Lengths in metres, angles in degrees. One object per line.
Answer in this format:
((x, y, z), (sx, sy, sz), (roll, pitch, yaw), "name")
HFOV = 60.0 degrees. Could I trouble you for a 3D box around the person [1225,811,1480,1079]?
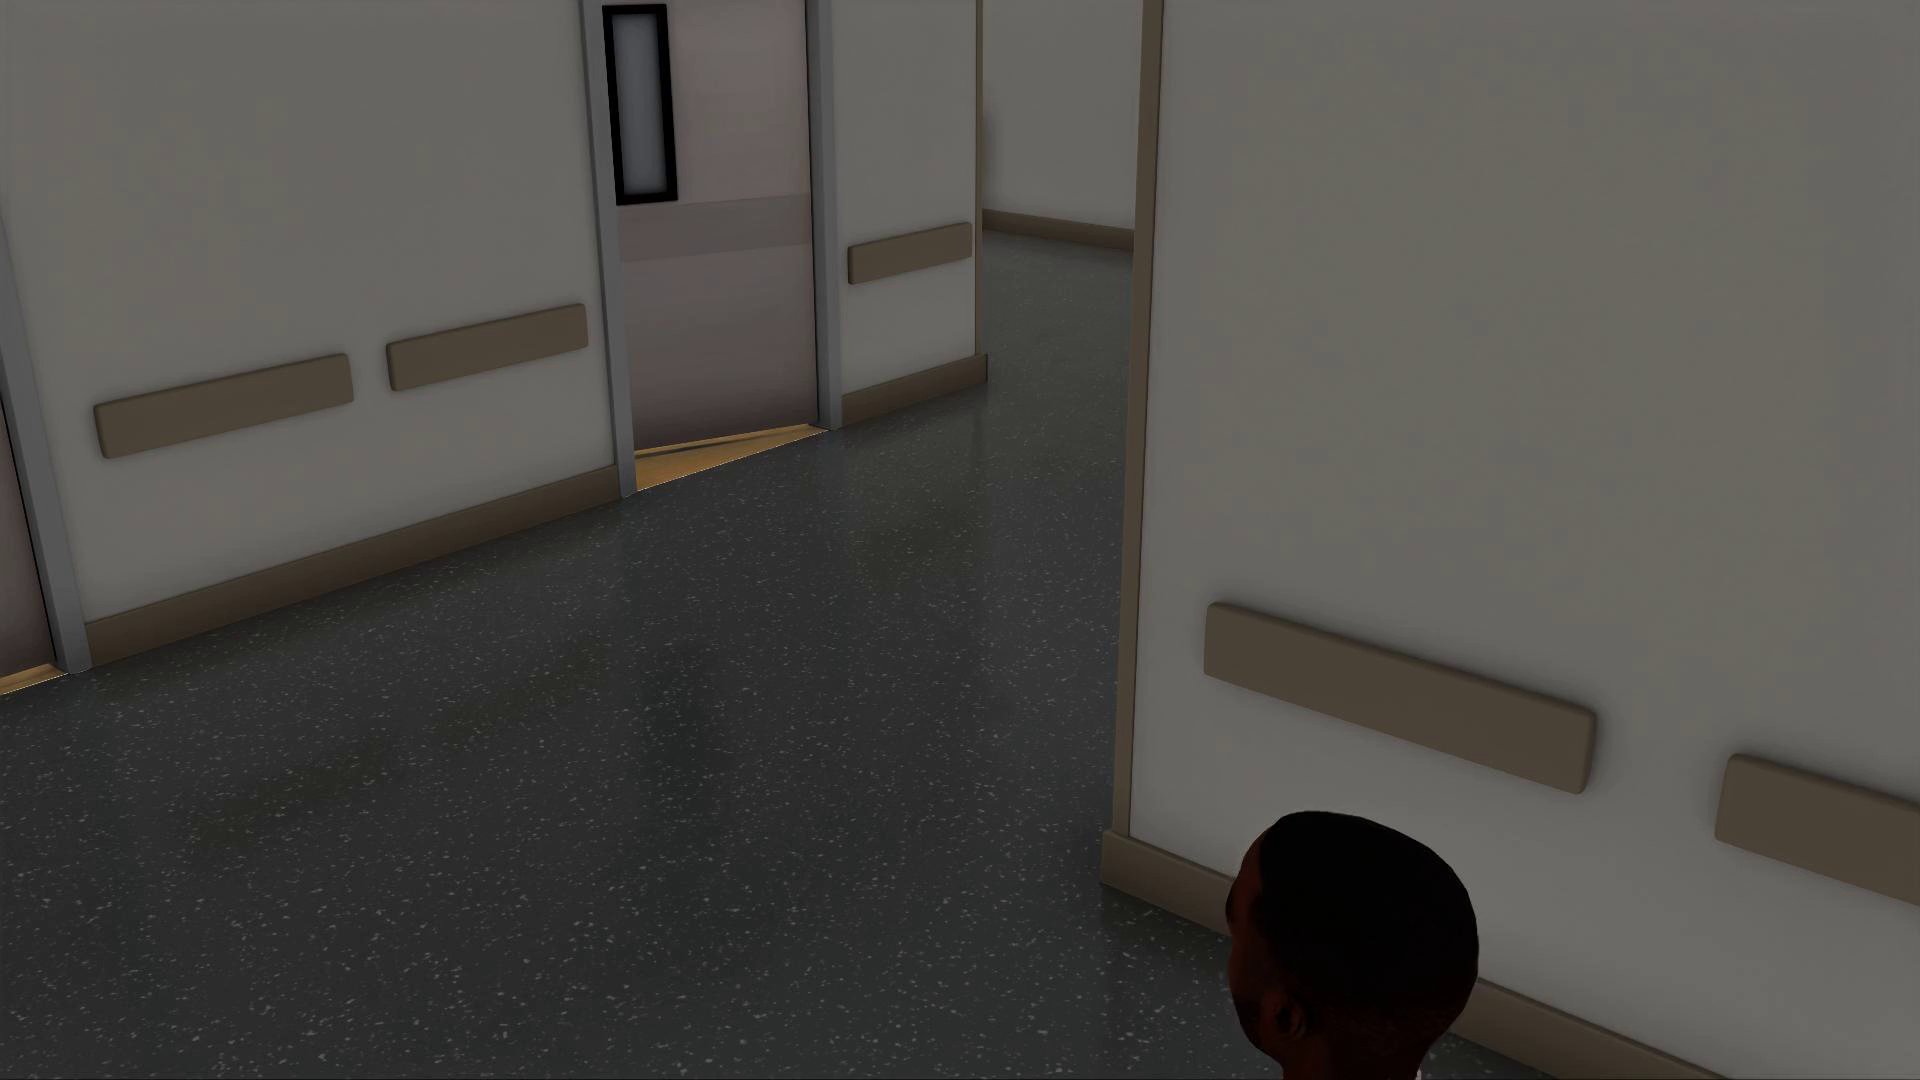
((0.331, 1.074, 1.523), (0.616, 1.806, 0.776), (-11, 23, -27), "person")
